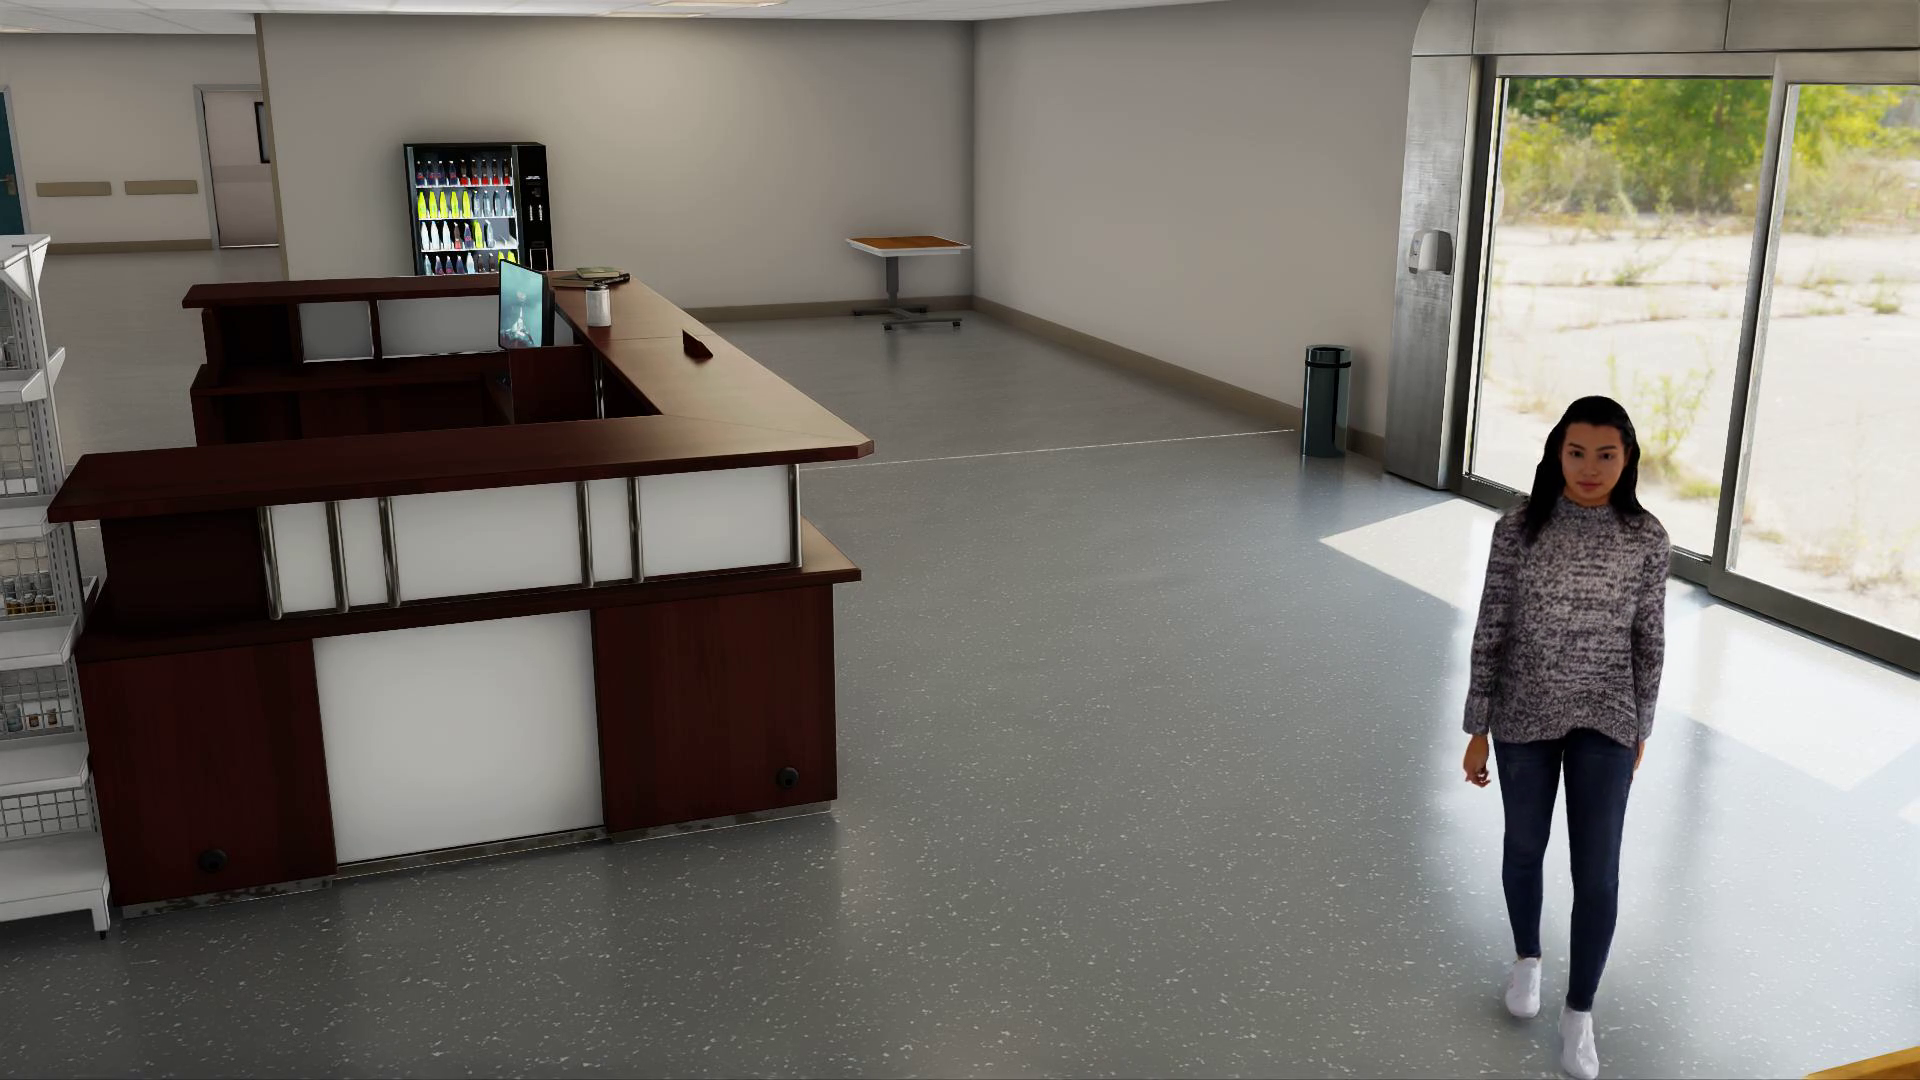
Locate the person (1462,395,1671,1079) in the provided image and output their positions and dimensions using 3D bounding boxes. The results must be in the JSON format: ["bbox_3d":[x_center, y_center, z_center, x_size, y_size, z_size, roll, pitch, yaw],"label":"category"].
[{"bbox_3d":[1.584,0.460,4.365,0.854,1.711,0.910,7,17,23],"label":"person"}]
